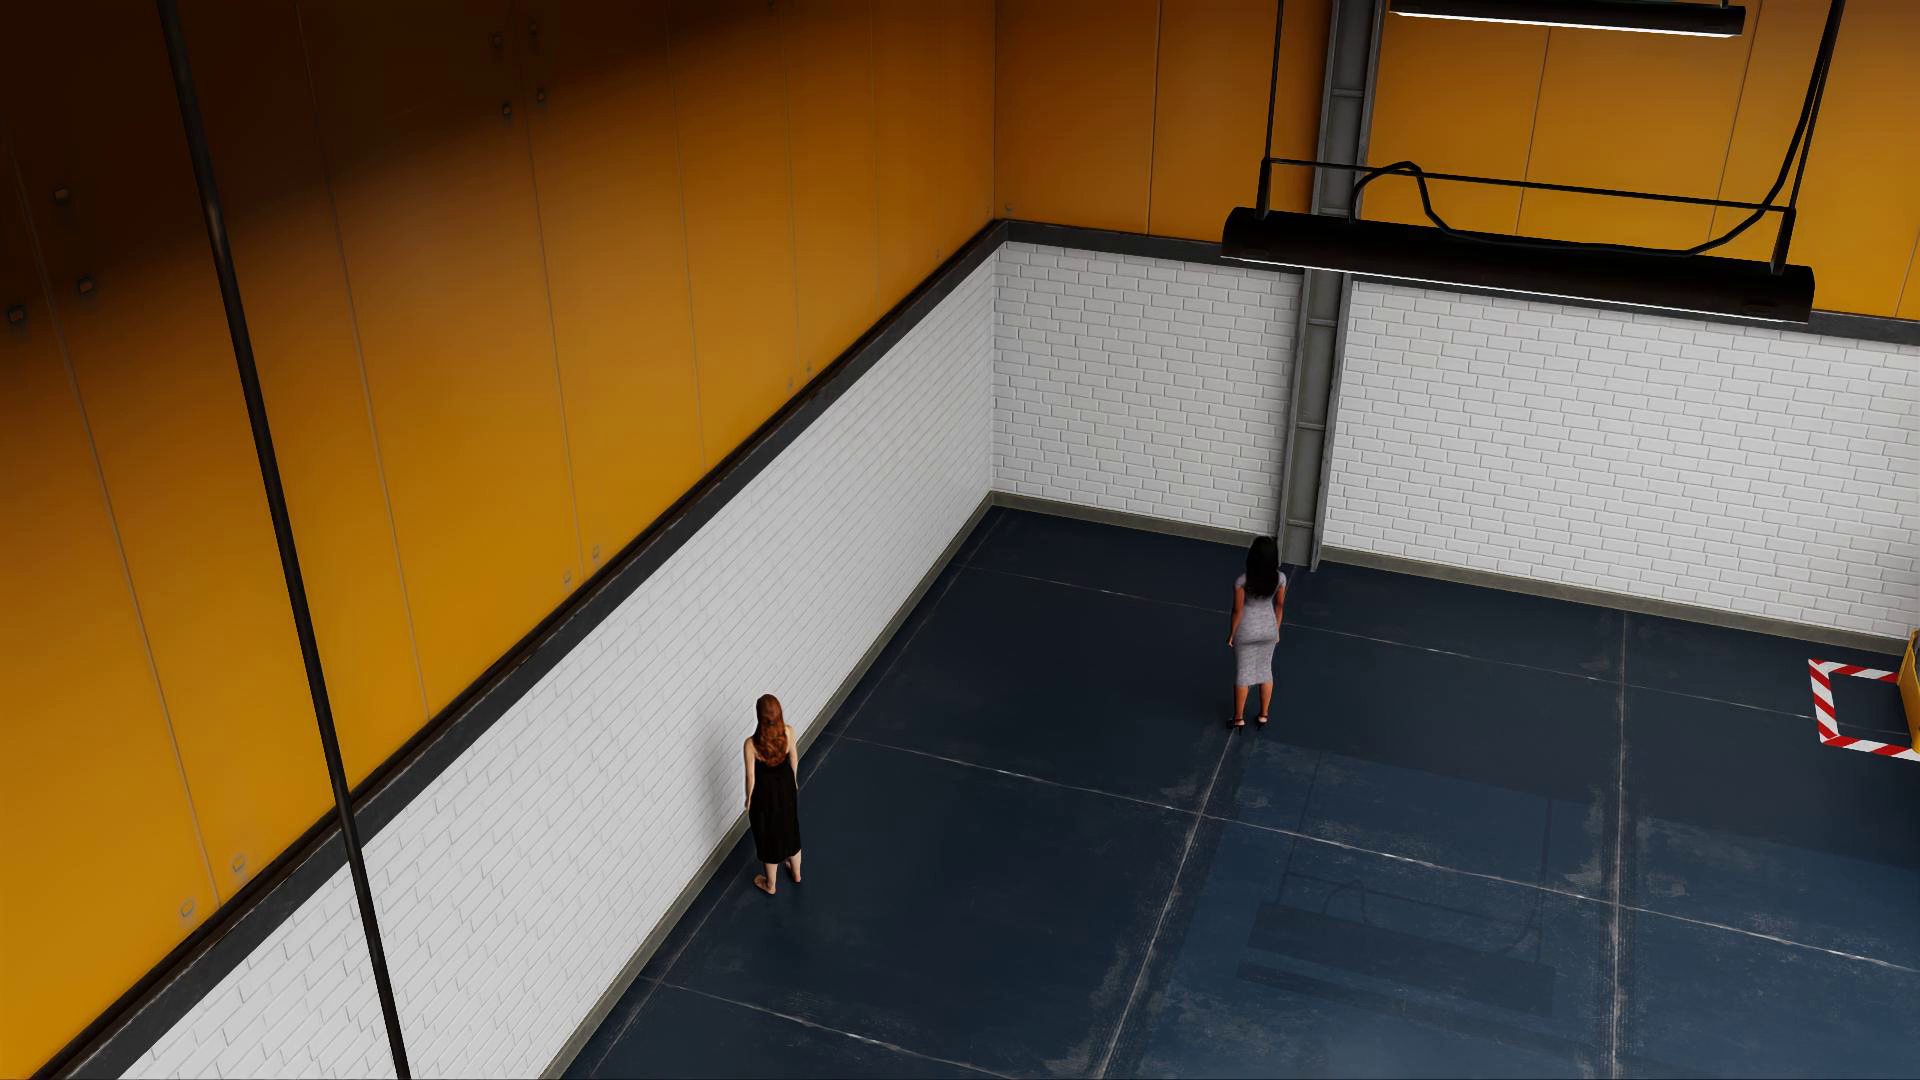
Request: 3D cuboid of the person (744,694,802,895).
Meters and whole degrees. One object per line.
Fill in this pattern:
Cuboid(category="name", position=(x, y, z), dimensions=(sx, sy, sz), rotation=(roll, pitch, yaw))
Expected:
Cuboid(category="person", position=(-1.299, 1.760, 11.579), dimensions=(0.674, 1.625, 0.721), rotation=(-18, 34, -30))

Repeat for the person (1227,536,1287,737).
Cuboid(category="person", position=(2.355, 0.762, 13.246), dimensions=(0.609, 1.781, 0.722), rotation=(-4, 29, -7))
